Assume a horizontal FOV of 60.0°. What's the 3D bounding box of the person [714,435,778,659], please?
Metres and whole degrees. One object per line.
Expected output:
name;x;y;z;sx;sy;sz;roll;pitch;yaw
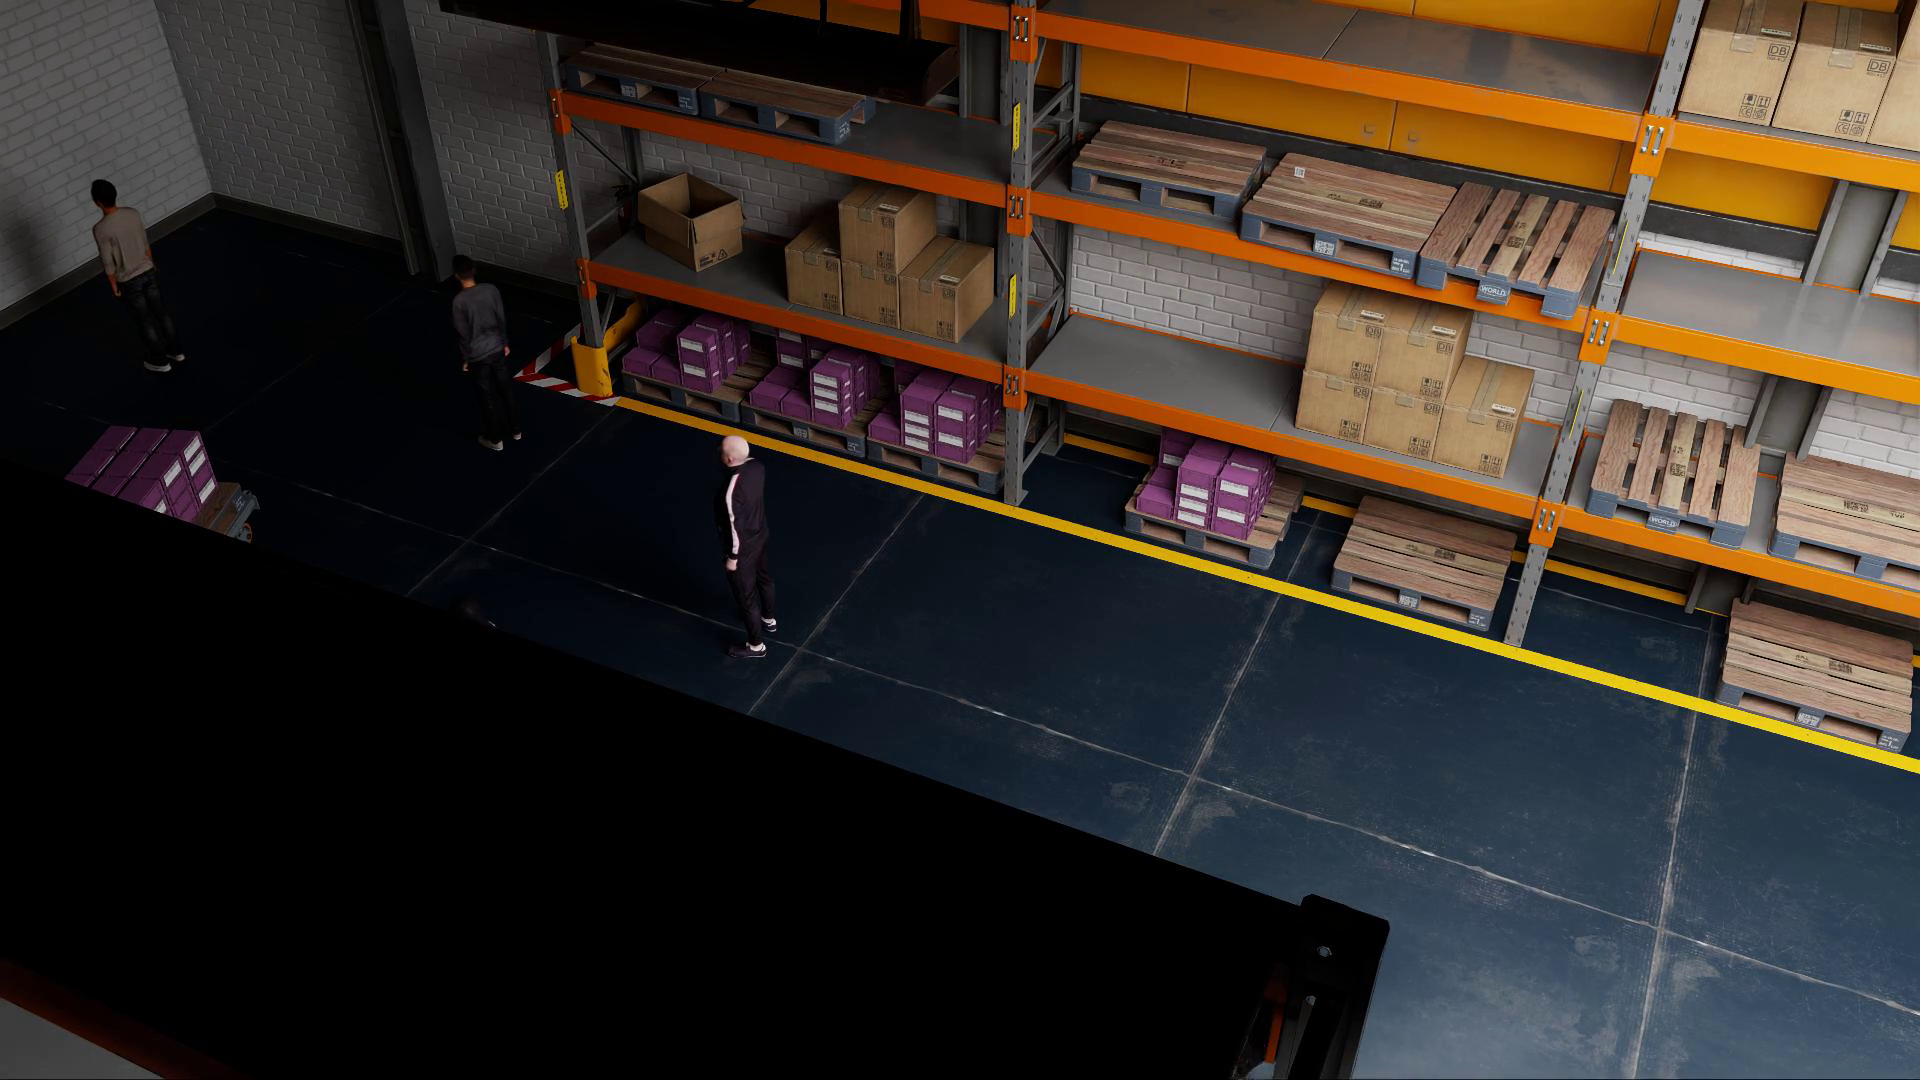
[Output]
person;-1.486;0.028;11.617;0.639;1.837;0.708;9;39;11

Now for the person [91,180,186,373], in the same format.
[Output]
person;-7.219;-2.322;14.582;0.548;1.809;0.637;18;42;22

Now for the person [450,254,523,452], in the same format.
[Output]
person;-3.909;-1.544;13.646;0.632;1.761;0.680;30;47;32
